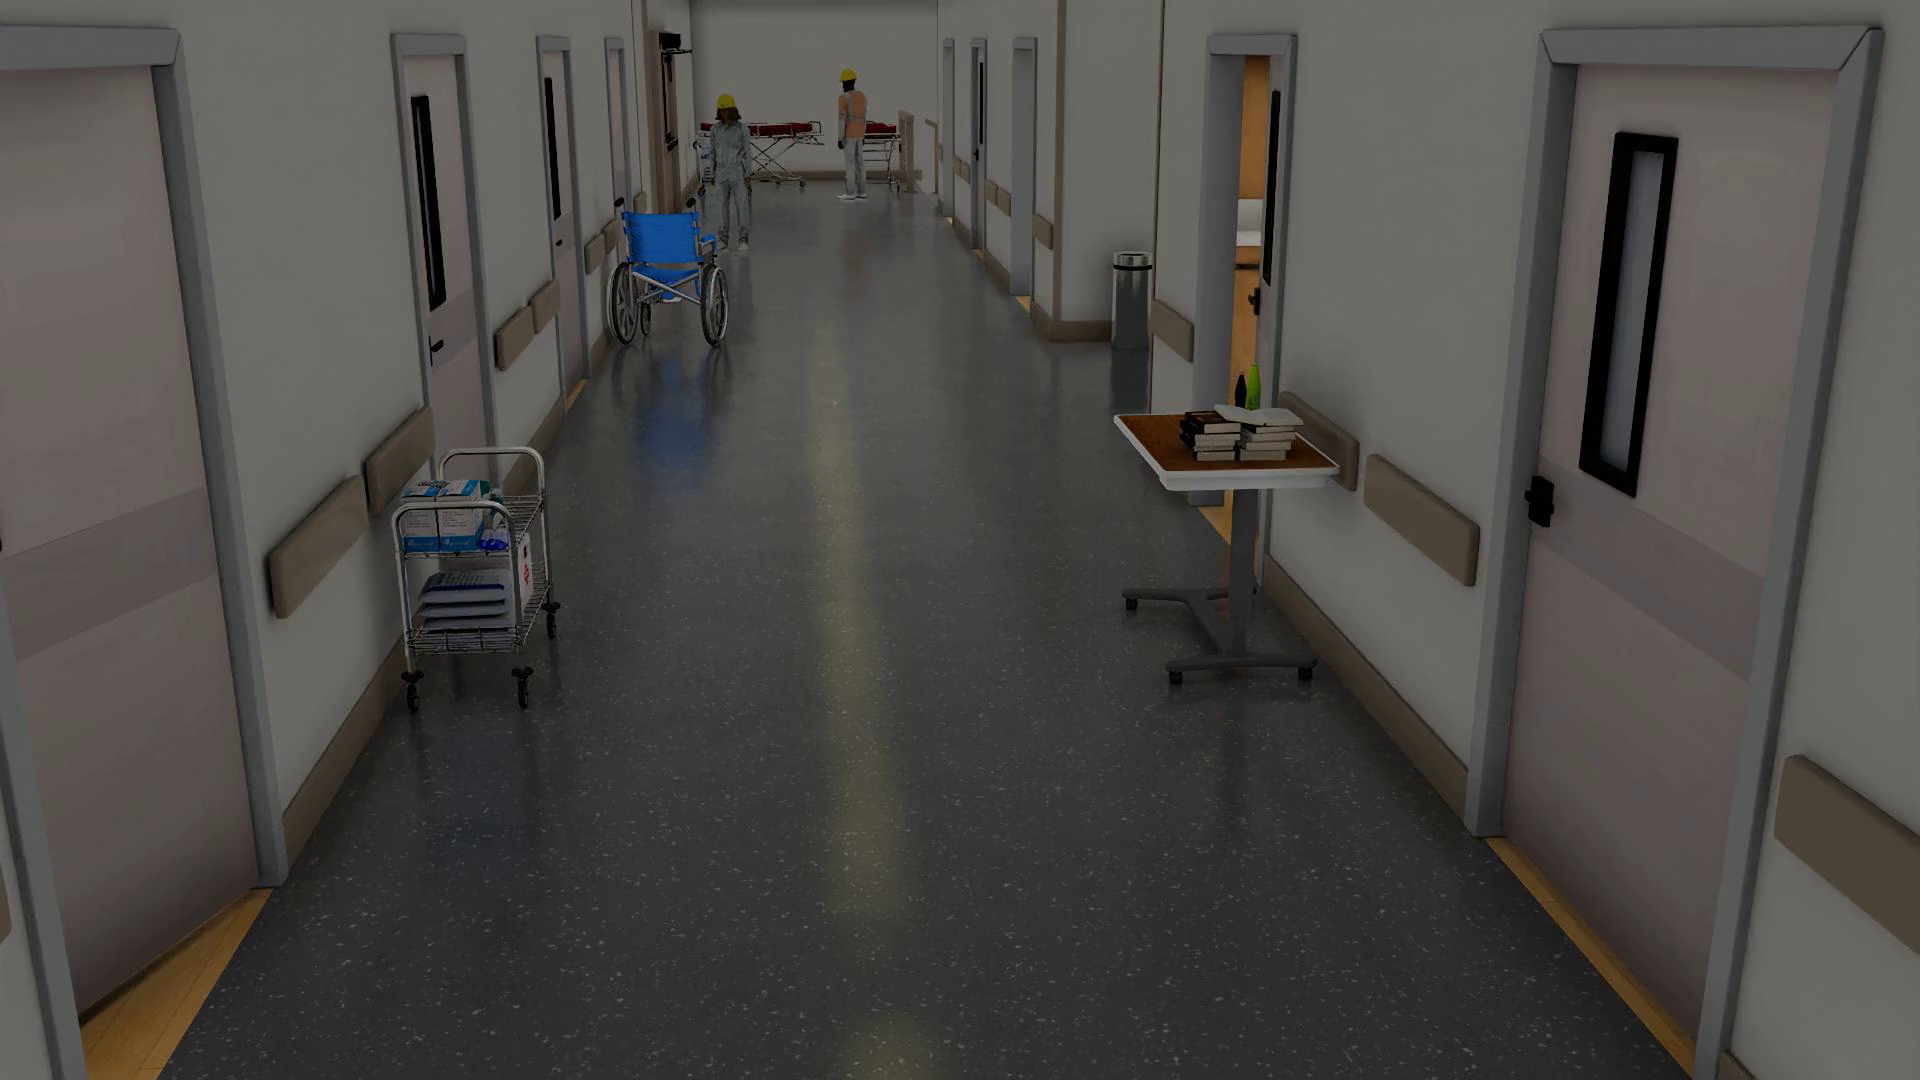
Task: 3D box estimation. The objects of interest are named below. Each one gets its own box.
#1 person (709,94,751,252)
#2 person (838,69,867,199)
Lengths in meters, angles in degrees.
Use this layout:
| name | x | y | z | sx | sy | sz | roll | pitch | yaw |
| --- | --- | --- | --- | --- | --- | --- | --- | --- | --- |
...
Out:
| name | x | y | z | sx | sy | sz | roll | pitch | yaw |
| --- | --- | --- | --- | --- | --- | --- | --- | --- | --- |
| person | -2.595 | -4.127 | 18.754 | 0.493 | 1.743 | 0.314 | 4 | 17 | 13 |
| person | -1.642 | -6.115 | 25.099 | 0.397 | 1.920 | 0.586 | 12 | 20 | 34 |
